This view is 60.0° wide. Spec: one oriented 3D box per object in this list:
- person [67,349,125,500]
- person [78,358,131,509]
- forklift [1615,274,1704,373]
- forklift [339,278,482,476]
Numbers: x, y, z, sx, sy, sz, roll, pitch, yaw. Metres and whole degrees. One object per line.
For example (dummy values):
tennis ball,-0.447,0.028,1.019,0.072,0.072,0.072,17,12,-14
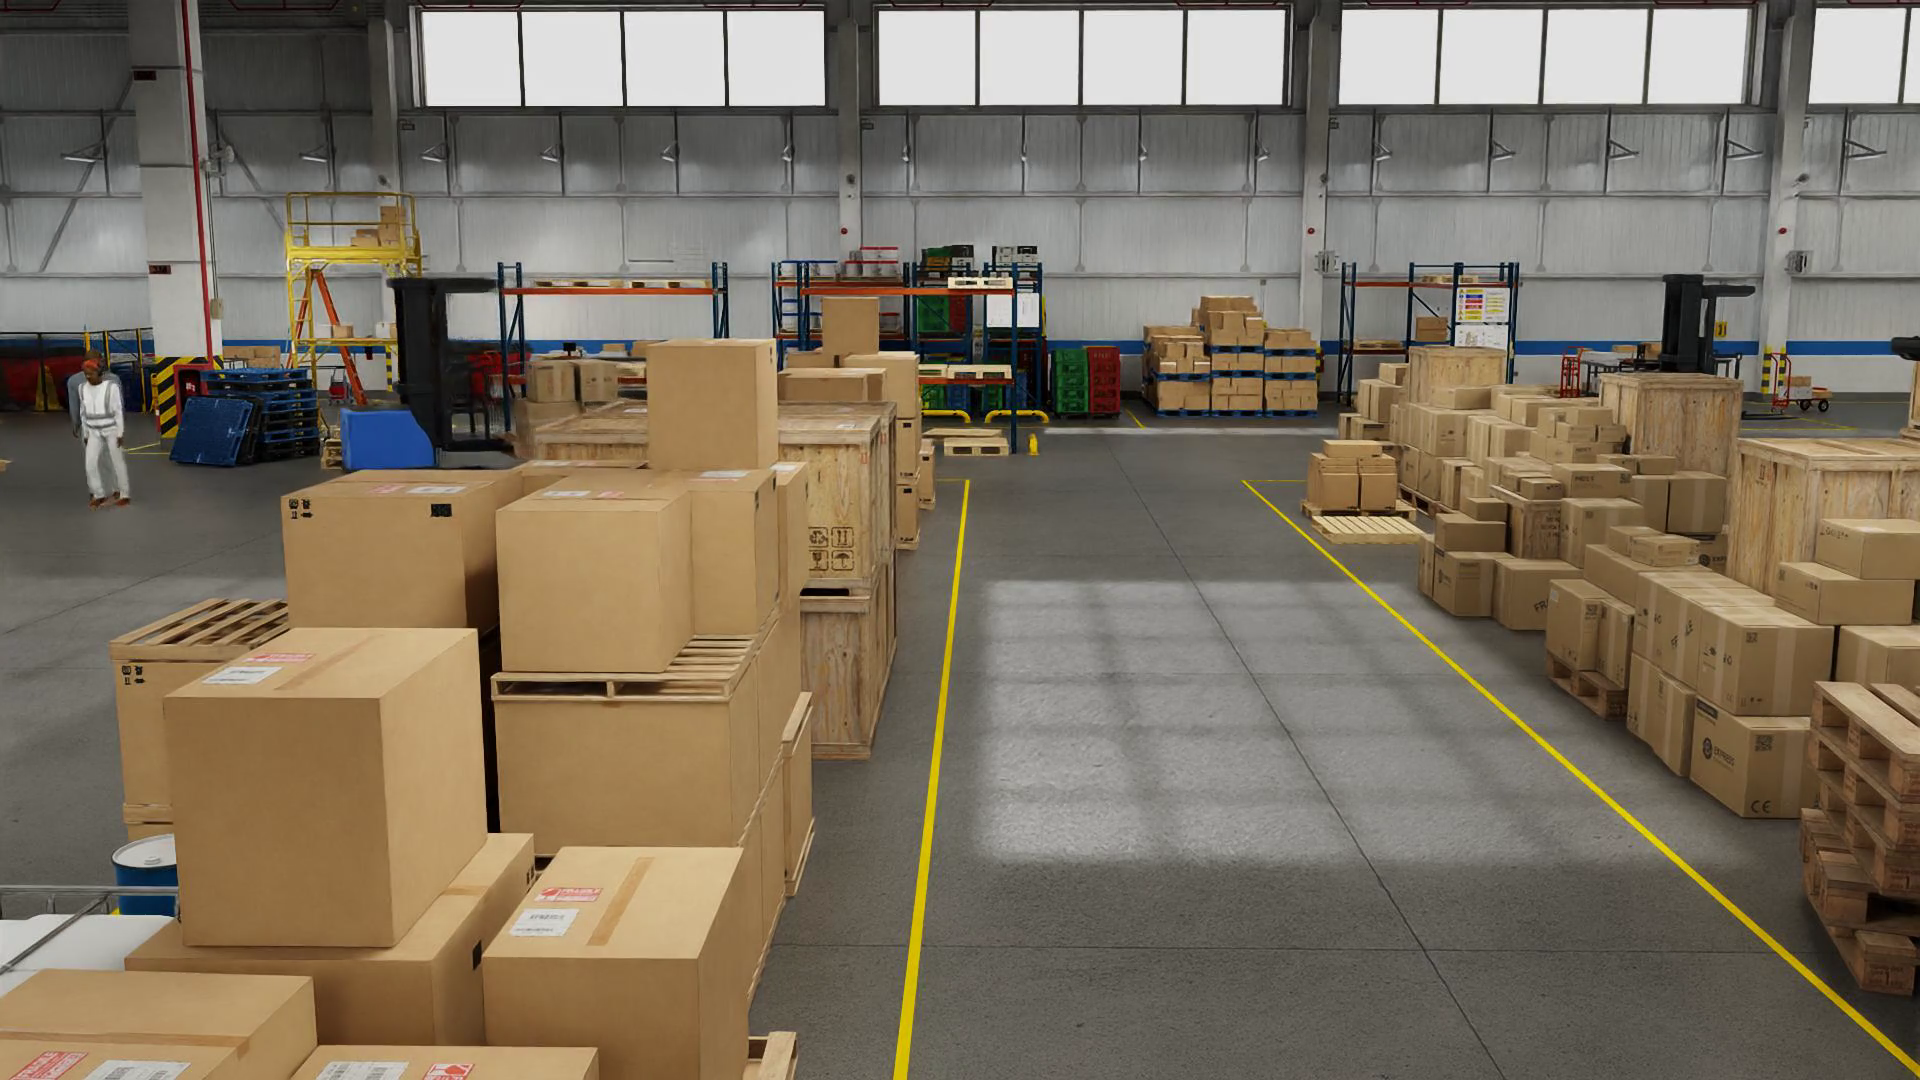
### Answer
person,-11.020,-1.473,21.272,0.635,1.937,0.352,-4,10,-22
person,-10.543,-1.299,20.452,0.644,1.857,0.679,1,10,5
forklift,12.626,-3.276,29.256,1.873,2.768,1.129,0,9,1
forklift,-7.375,-2.139,22.445,1.873,2.768,1.129,-5,11,-27
